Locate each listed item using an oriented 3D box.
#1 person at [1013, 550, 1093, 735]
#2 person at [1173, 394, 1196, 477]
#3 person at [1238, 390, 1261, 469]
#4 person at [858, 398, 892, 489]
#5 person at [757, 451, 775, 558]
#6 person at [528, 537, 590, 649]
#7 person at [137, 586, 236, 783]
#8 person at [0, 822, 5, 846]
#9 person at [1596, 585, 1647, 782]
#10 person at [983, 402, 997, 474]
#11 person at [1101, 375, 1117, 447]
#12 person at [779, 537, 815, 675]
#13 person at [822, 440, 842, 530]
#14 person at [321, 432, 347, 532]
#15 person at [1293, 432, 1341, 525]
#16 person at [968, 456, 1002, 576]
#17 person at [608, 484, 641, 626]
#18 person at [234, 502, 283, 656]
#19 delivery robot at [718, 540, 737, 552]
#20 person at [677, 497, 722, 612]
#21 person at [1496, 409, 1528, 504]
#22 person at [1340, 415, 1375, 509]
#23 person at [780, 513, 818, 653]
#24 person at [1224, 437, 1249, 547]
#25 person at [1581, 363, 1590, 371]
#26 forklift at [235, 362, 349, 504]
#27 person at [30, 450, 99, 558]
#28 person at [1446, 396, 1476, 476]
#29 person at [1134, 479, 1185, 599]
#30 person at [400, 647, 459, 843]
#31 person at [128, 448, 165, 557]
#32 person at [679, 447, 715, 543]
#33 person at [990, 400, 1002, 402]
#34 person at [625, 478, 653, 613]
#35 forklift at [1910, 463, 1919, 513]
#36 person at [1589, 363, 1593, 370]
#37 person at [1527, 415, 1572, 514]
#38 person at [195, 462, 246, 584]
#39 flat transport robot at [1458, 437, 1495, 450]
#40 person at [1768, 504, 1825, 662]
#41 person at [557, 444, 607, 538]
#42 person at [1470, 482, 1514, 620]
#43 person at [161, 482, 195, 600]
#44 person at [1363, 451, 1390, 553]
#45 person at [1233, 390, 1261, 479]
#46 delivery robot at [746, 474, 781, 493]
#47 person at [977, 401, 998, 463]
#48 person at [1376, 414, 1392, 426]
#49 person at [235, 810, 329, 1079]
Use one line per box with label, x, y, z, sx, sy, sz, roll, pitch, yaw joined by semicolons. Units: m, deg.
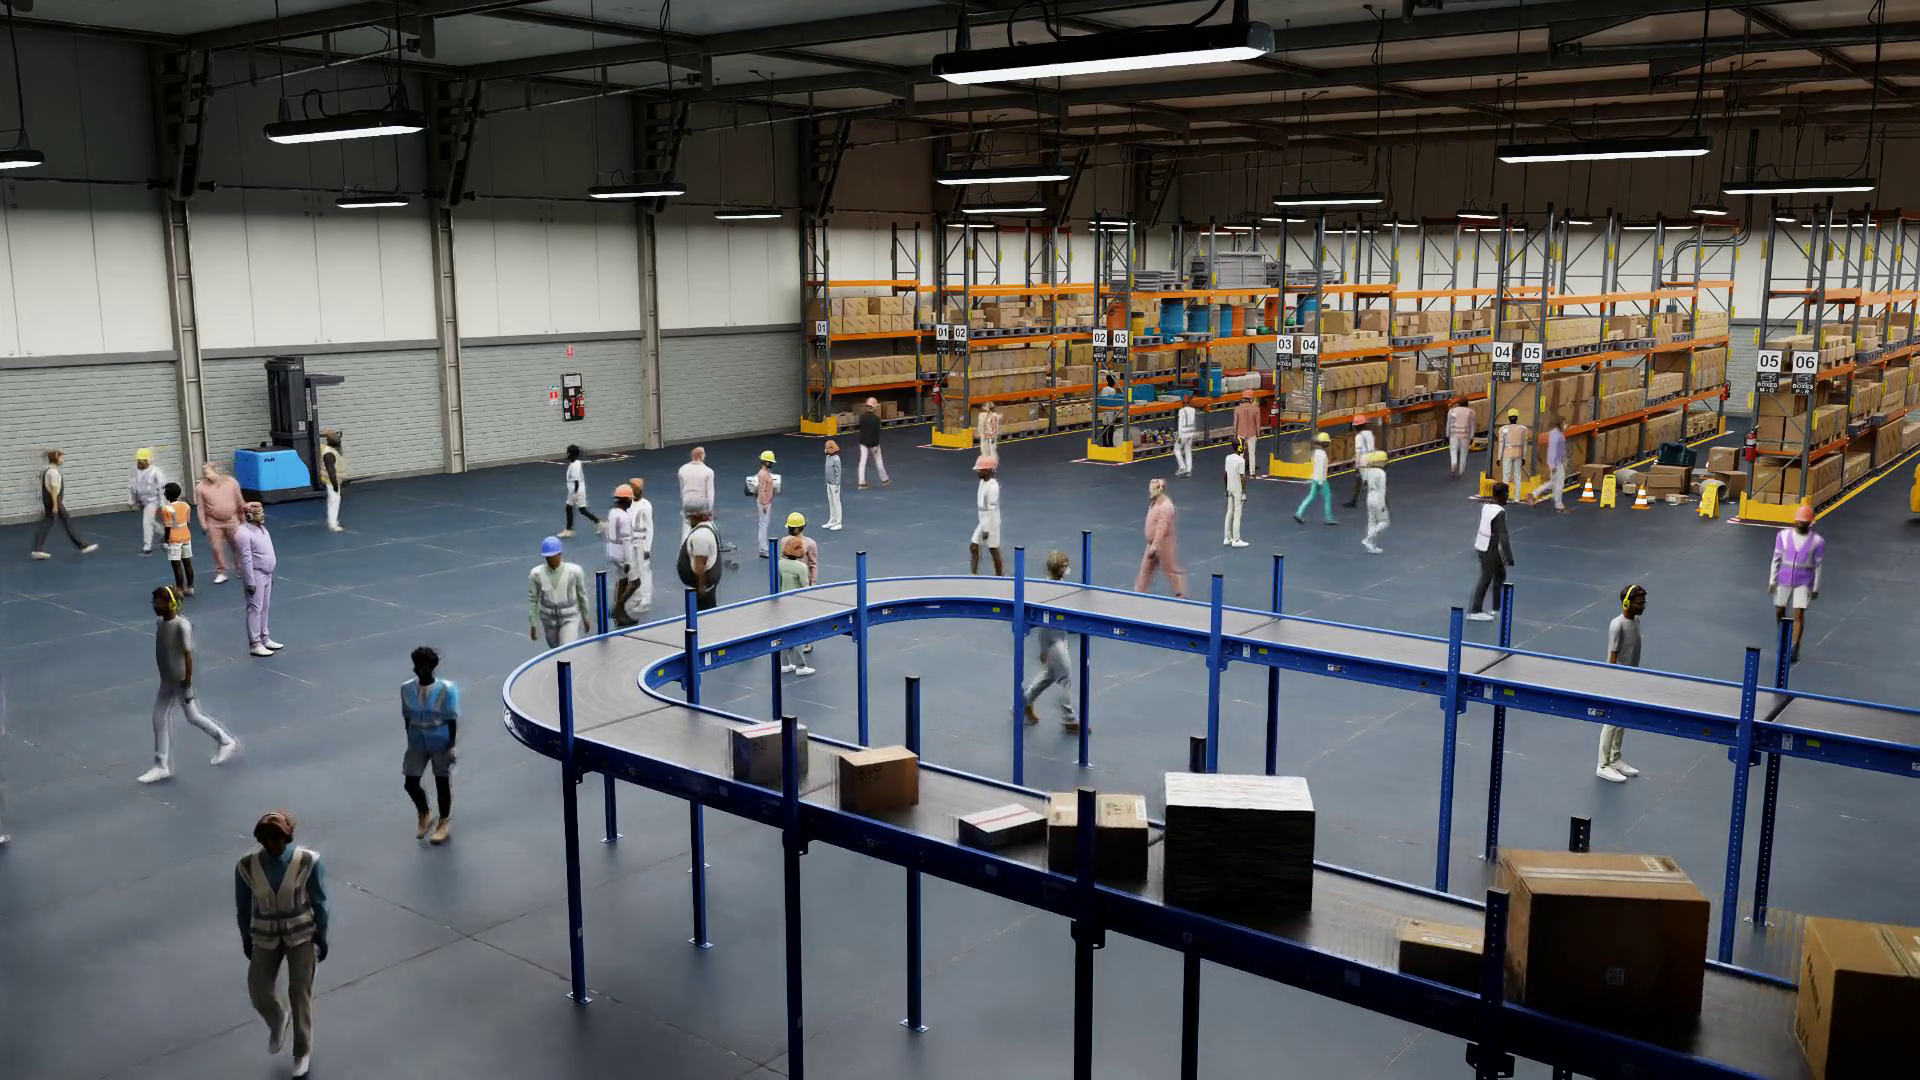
person;0.958;1.038;16.253;0.879;1.912;0.643;3;11;18
person;5.099;-2.382;35.611;0.615;1.867;0.491;-10;14;-44
person;6.785;-2.591;36.763;0.621;1.889;0.461;-3;10;-16
person;-1.882;-2.105;33.863;0.613;1.934;1.036;6;12;31
person;-3.198;-0.601;25.900;0.322;1.761;0.522;0;10;0
person;-4.419;0.883;17.191;0.629;1.876;1.048;0;10;-1
person;-7.404;1.322;14.898;0.527;1.831;0.909;6;12;32
person;-8.309;1.671;12.709;0.612;1.893;0.871;9;14;42
person;6.256;1.332;14.742;0.313;1.865;0.514;9;14;43
person;0.705;-2.365;36.165;0.306;1.637;0.524;-3;11;-18
person;3.895;-3.325;40.646;0.366;1.965;0.607;-5;11;-28
person;-1.965;0.772;18.518;0.499;1.634;0.285;8;13;39
person;-2.326;-1.006;28.529;0.284;1.633;0.498;-5;11;-28
person;-11.358;-1.071;28.450;0.434;1.805;0.776;-3;10;-15
person;6.638;-1.147;29.042;0.859;1.729;0.531;-1;10;-3
person;0.278;-0.232;23.089;0.852;2.013;0.645;-3;11;-18
person;-4.494;0.208;20.927;0.421;1.913;0.542;-7;12;-35
person;-8.716;0.468;19.464;0.407;1.908;0.641;-1;10;-5
delivery robot;-3.875;0.062;24.676;0.698;0.223;0.335;-6;12;-30
person;-3.080;0.436;19.385;0.888;2.000;0.688;0;10;-2
person;11.130;-1.689;31.579;0.585;1.917;0.382;0;10;-1
person;8.005;-1.517;30.746;0.952;1.884;0.549;8;13;37
person;-2.026;0.525;19.554;0.524;1.764;0.329;4;11;24
person;4.750;-0.832;26.888;0.311;1.869;0.534;-5;11;-27
person;18.036;-4.178;45.233;0.607;2.044;0.375;6;11;29
forklift;-13.803;-2.244;32.110;1.129;2.768;1.873;8;13;37
person;-14.901;-0.597;25.809;1.011;1.782;0.525;-9;14;-43
person;11.414;-2.368;35.655;0.644;1.823;0.494;3;10;15
person;2.718;0.080;21.793;1.011;1.857;0.663;-2;10;-13
person;-4.424;1.714;13.069;0.538;1.684;0.370;1;10;6
person;-13.559;-0.669;26.194;0.594;1.802;0.840;3;10;15
person;-4.287;-0.591;25.583;0.642;1.864;0.980;2;10;13
person;0.953;-4.071;45.214;0.579;1.833;0.605;7;12;36
person;-4.472;0.060;21.831;0.341;1.882;0.583;-8;13;-39
forklift;19.034;-1.348;28.998;2.313;2.155;1.214;8;13;37
person;19.272;-4.627;48.086;0.545;1.929;0.389;-3;10;-16
person;11.513;-1.483;30.426;0.779;1.918;0.633;4;11;23
person;-11.163;-0.280;23.814;0.809;1.864;0.450;-8;13;-37
flat transport robot;13.606;-2.534;41.085;0.652;0.197;1.431;8;13;37
person;10.299;0.503;19.272;0.565;1.950;0.573;9;13;40
person;-6.717;-0.870;27.689;0.800;1.668;0.538;-4;11;-22
person;7.335;0.159;21.262;0.780;1.891;0.613;1;10;5
person;-11.335;0.008;22.640;0.318;1.700;0.534;2;10;9
person;6.973;-0.633;26.130;0.370;1.729;0.506;-3;10;-14
person;6.460;-2.376;35.225;0.617;1.994;0.381;2;10;11
delivery robot;-4.102;-1.232;32.692;0.707;0.478;0.477;-9;13;-40
person;0.665;-2.488;36.915;0.505;1.617;0.555;6;12;32
person;11.619;-3.661;42.711;0.676;1.911;0.412;1;10;5
person;-4.045;2.402;9.376;0.519;1.629;0.386;-2;10;-13
